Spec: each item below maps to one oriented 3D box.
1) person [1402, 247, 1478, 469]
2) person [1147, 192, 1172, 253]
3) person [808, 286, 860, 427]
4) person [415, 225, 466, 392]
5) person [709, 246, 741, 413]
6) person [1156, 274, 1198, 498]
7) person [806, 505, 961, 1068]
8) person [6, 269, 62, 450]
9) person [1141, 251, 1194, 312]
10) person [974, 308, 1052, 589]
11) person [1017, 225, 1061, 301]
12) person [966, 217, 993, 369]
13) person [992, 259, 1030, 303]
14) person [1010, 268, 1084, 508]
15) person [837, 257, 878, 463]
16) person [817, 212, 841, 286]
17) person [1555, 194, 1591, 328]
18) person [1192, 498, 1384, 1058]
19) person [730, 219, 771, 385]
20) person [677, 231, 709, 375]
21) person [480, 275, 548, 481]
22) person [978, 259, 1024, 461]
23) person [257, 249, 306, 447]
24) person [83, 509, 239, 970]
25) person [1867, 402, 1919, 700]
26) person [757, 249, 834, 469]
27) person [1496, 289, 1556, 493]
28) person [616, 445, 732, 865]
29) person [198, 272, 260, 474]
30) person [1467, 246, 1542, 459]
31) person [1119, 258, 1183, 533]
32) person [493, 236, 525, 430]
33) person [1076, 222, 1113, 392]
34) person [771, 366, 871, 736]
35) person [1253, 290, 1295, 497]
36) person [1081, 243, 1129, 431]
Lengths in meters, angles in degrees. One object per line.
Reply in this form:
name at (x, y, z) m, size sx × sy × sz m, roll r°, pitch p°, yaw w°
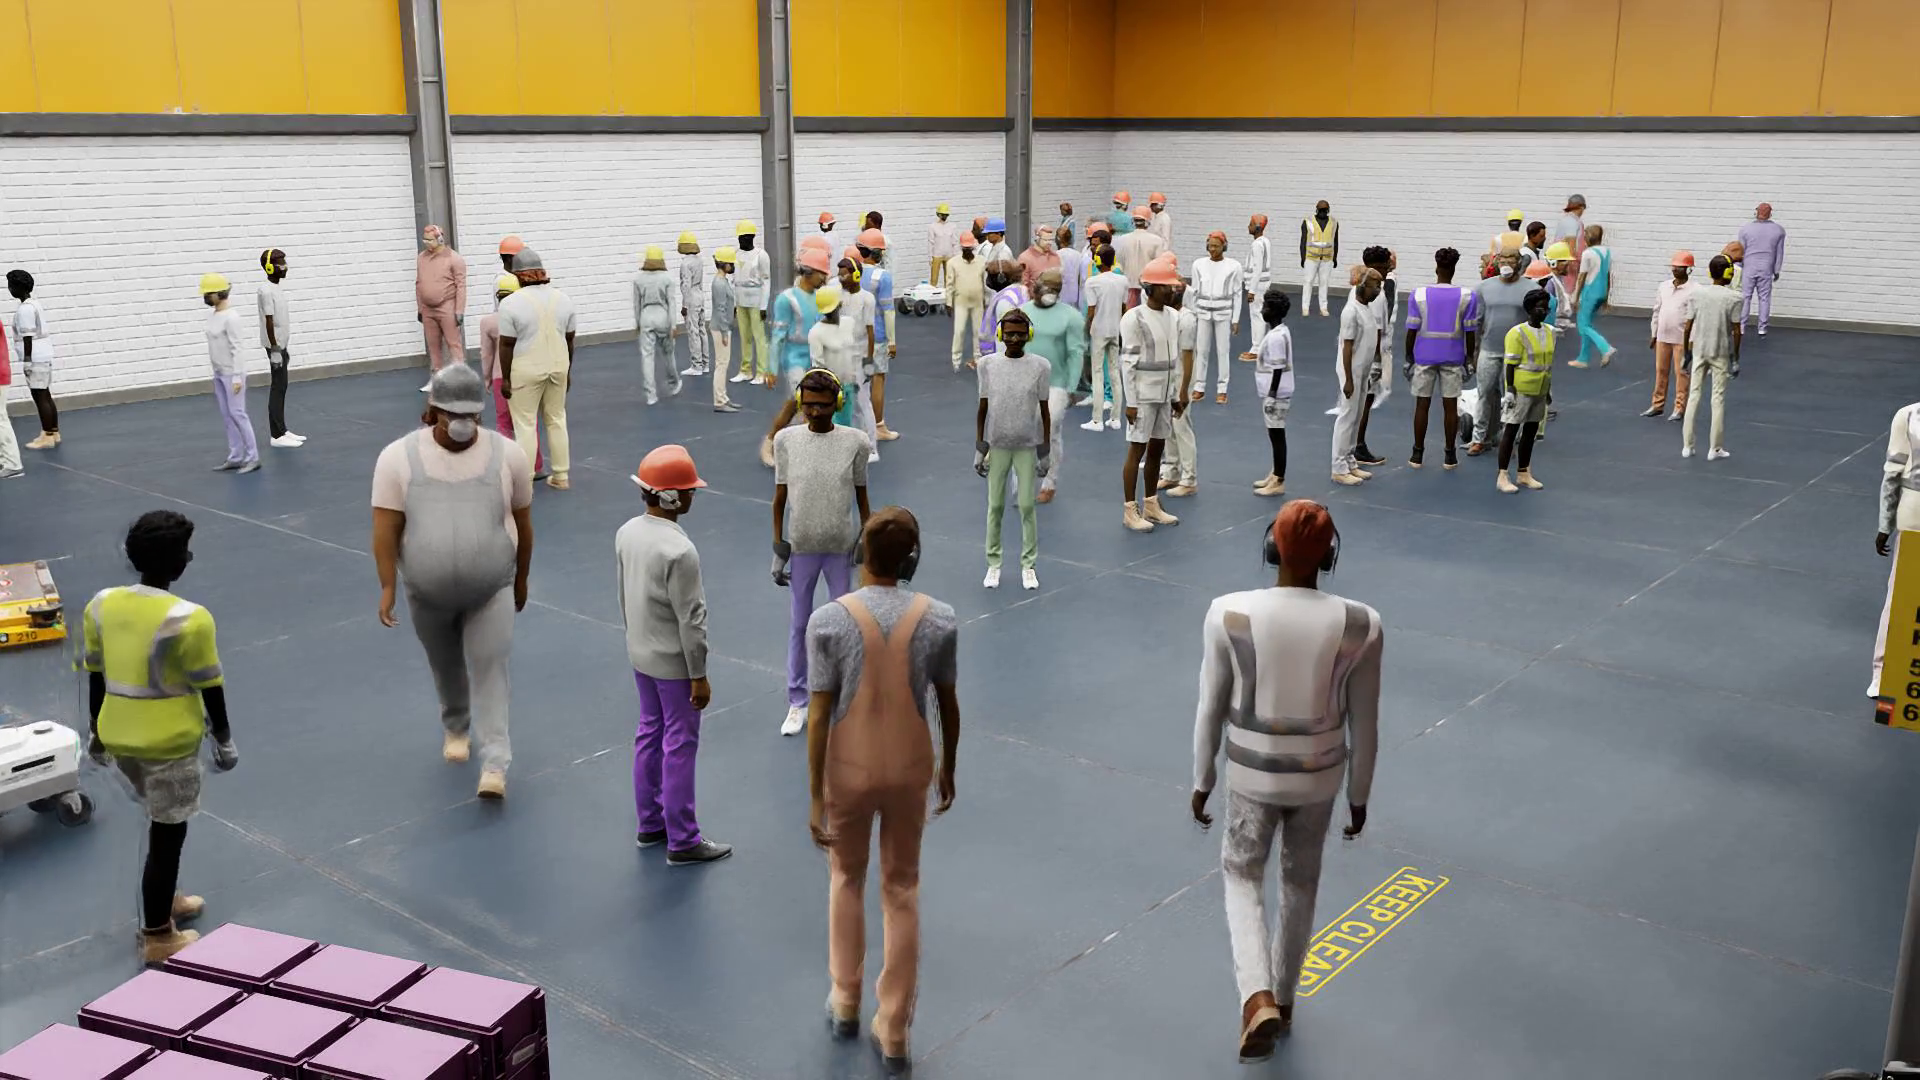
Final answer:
person at (4.248, -1.608, 14.750) m, size 0.617 × 1.964 × 0.361 m, roll 4°, pitch 14°, yaw 14°
person at (3.120, -4.475, 26.178) m, size 0.425 × 1.984 × 0.618 m, roll -3°, pitch 14°, yaw -11°
person at (-1.002, -1.284, 13.971) m, size 0.325 × 1.721 × 0.671 m, roll 11°, pitch 18°, yaw 38°
person at (-5.927, -2.620, 18.931) m, size 0.637 × 1.902 × 0.406 m, roll 5°, pitch 15°, yaw 19°
person at (-2.493, -2.232, 17.674) m, size 0.345 × 1.758 × 0.532 m, roll -1°, pitch 14°, yaw -5°
person at (1.765, -1.270, 13.677) m, size 0.349 × 1.837 × 0.504 m, roll -5°, pitch 15°, yaw -20°
person at (-0.243, 0.797, 5.459) m, size 0.523 × 1.801 × 0.633 m, roll -2°, pitch 14°, yaw -9°
person at (-8.740, -1.707, 15.710) m, size 0.319 × 1.691 × 0.540 m, roll -5°, pitch 15°, yaw -19°
person at (2.107, -2.071, 17.032) m, size 0.559 × 1.752 × 0.326 m, roll -1°, pitch 14°, yaw -6°
person at (0.345, -0.594, 10.925) m, size 0.510 × 1.860 × 0.333 m, roll 1°, pitch 14°, yaw 5°
person at (0.933, -2.630, 18.970) m, size 0.651 × 1.899 × 0.402 m, roll -12°, pitch 18°, yaw -40°
person at (0.275, -3.079, 20.800) m, size 0.356 × 1.882 × 0.572 m, roll -2°, pitch 14°, yaw -8°
person at (0.621, -2.126, 17.487) m, size 0.562 × 1.621 × 0.546 m, roll 13°, pitch 19°, yaw 41°
person at (0.639, -1.183, 13.179) m, size 0.644 × 1.904 × 0.758 m, roll 4°, pitch 14°, yaw 14°
person at (-0.938, -1.618, 15.028) m, size 0.333 × 1.857 × 0.528 m, roll -10°, pitch 17°, yaw -35°
person at (-1.948, -3.959, 24.576) m, size 0.341 × 1.752 × 0.563 m, roll 4°, pitch 15°, yaw 16°
person at (9.218, -4.235, 25.096) m, size 0.562 × 2.000 × 0.754 m, roll 5°, pitch 15°, yaw 18°
person at (1.054, 0.789, 5.379) m, size 0.589 × 1.864 × 0.652 m, roll 1°, pitch 14°, yaw 5°
person at (-2.481, -2.798, 19.583) m, size 0.587 × 1.927 × 0.364 m, roll 11°, pitch 18°, yaw 36°
person at (-3.295, -2.898, 20.359) m, size 0.324 × 1.742 × 0.492 m, roll 4°, pitch 15°, yaw 15°
person at (-3.814, -1.378, 14.239) m, size 0.528 × 1.767 × 0.330 m, roll -1°, pitch 14°, yaw -4°
person at (0.380, -1.631, 15.121) m, size 0.429 × 1.837 × 0.624 m, roll 1°, pitch 14°, yaw 5°
person at (-6.477, -1.825, 15.815) m, size 0.310 × 1.868 × 0.533 m, roll -3°, pitch 14°, yaw -13°
person at (-2.876, 0.713, 6.075) m, size 0.549 × 1.666 × 0.568 m, roll 6°, pitch 15°, yaw 23°
person at (5.133, -0.077, 8.710) m, size 0.585 × 1.929 × 0.371 m, roll 6°, pitch 15°, yaw 23°
person at (-1.426, -1.549, 14.528) m, size 1.053 × 1.979 × 0.672 m, roll 10°, pitch 17°, yaw 35°
person at (4.722, -1.238, 13.816) m, size 0.540 × 1.695 × 0.317 m, roll -8°, pitch 16°, yaw -28°
person at (-1.186, 0.469, 6.880) m, size 0.335 × 1.749 × 0.575 m, roll -11°, pitch 18°, yaw -37°
person at (-6.429, -1.459, 14.576) m, size 0.526 × 1.771 × 0.313 m, roll 13°, pitch 19°, yaw 43°
person at (4.975, -1.713, 15.227) m, size 0.629 × 1.939 × 0.371 m, roll 6°, pitch 15°, yaw 24°
person at (1.462, -1.089, 12.515) m, size 0.605 × 2.047 × 0.375 m, roll -14°, pitch 19°, yaw -43°
person at (-4.458, -2.063, 16.654) m, size 0.392 × 1.929 × 0.546 m, roll -1°, pitch 14°, yaw -2°
person at (1.551, -2.660, 19.033) m, size 0.382 × 1.929 × 0.542 m, roll 6°, pitch 15°, yaw 22°
person at (-0.684, 0.062, 8.289) m, size 0.519 × 1.865 × 0.328 m, roll -1°, pitch 14°, yaw -3°
person at (2.584, -1.202, 13.675) m, size 0.321 × 1.696 × 0.536 m, roll 3°, pitch 14°, yaw 13°
person at (1.436, -2.017, 16.595) m, size 0.532 × 1.864 × 0.321 m, roll -8°, pitch 16°, yaw -29°
